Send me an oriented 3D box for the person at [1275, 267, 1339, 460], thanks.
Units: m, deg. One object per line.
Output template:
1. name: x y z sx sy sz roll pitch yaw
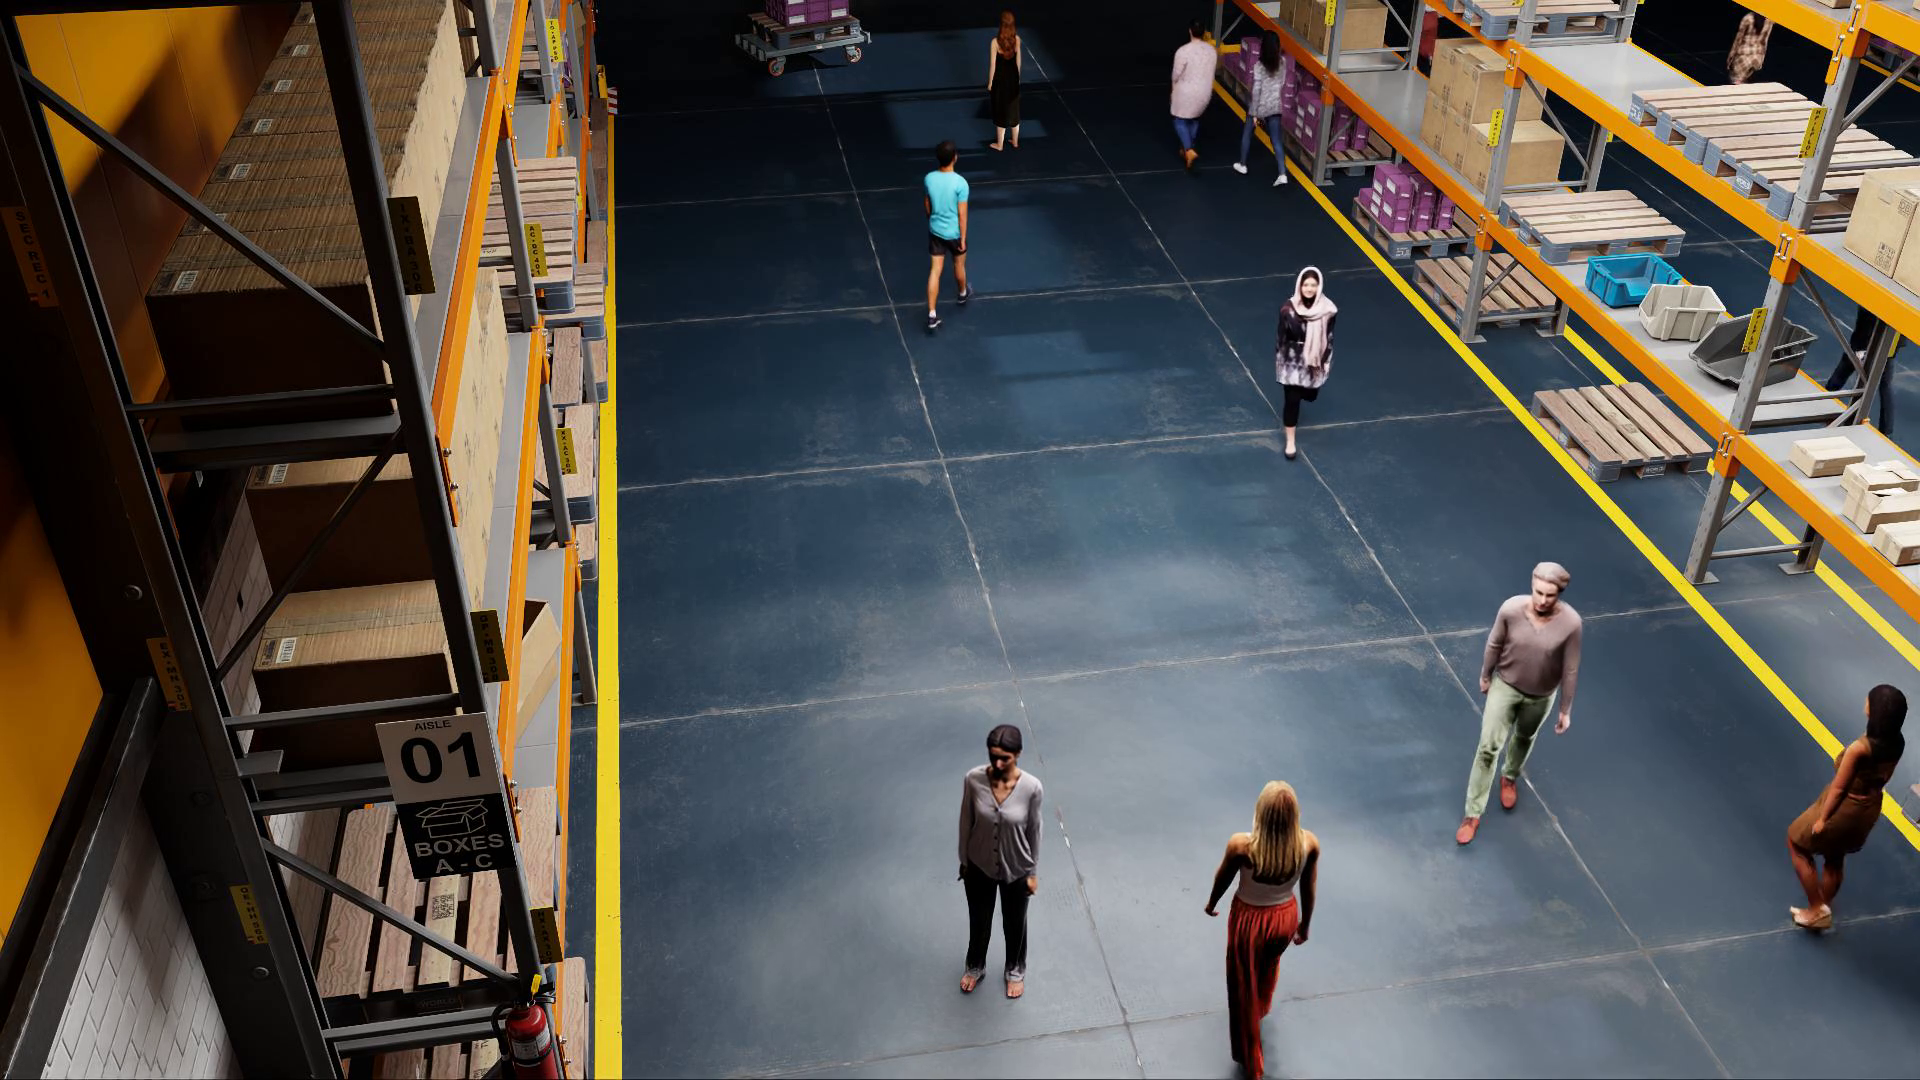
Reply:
1. person: 2.817 -1.517 13.669 0.739 1.619 1.008 1 34 2

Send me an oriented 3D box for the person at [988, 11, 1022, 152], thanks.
1. person: 0.535 -5.376 19.470 0.636 1.625 0.651 -16 37 -22

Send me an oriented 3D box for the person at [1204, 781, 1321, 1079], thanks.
1. person: 1.516 1.995 8.243 0.693 1.778 0.970 -3 34 -4

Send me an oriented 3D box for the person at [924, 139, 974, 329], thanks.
1. person: -0.168 -2.810 15.514 1.053 1.730 1.239 14 36 20

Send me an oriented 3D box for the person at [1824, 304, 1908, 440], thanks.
1. person: 7.373 -1.518 13.211 0.747 1.733 1.097 -7 34 -10

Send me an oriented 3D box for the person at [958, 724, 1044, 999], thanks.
1. person: 0.210 1.676 8.726 0.657 1.774 0.649 6 34 9

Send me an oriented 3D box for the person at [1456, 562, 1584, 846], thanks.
1. person: 3.373 0.849 9.909 1.013 1.841 1.166 11 35 16

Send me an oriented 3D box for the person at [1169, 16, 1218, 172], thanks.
1. person: 2.649 -5.061 18.907 0.728 1.723 1.014 -9 35 -13

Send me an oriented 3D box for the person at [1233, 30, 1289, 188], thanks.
1. person: 3.449 -4.752 18.470 0.709 1.692 1.208 -10 35 -15

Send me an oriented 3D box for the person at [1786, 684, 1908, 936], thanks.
1. person: 4.872 1.540 9.021 0.676 1.674 0.706 -19 38 -26

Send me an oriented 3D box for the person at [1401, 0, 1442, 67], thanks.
1. person: 5.895 -6.375 20.904 0.817 1.701 1.181 -14 36 -20
